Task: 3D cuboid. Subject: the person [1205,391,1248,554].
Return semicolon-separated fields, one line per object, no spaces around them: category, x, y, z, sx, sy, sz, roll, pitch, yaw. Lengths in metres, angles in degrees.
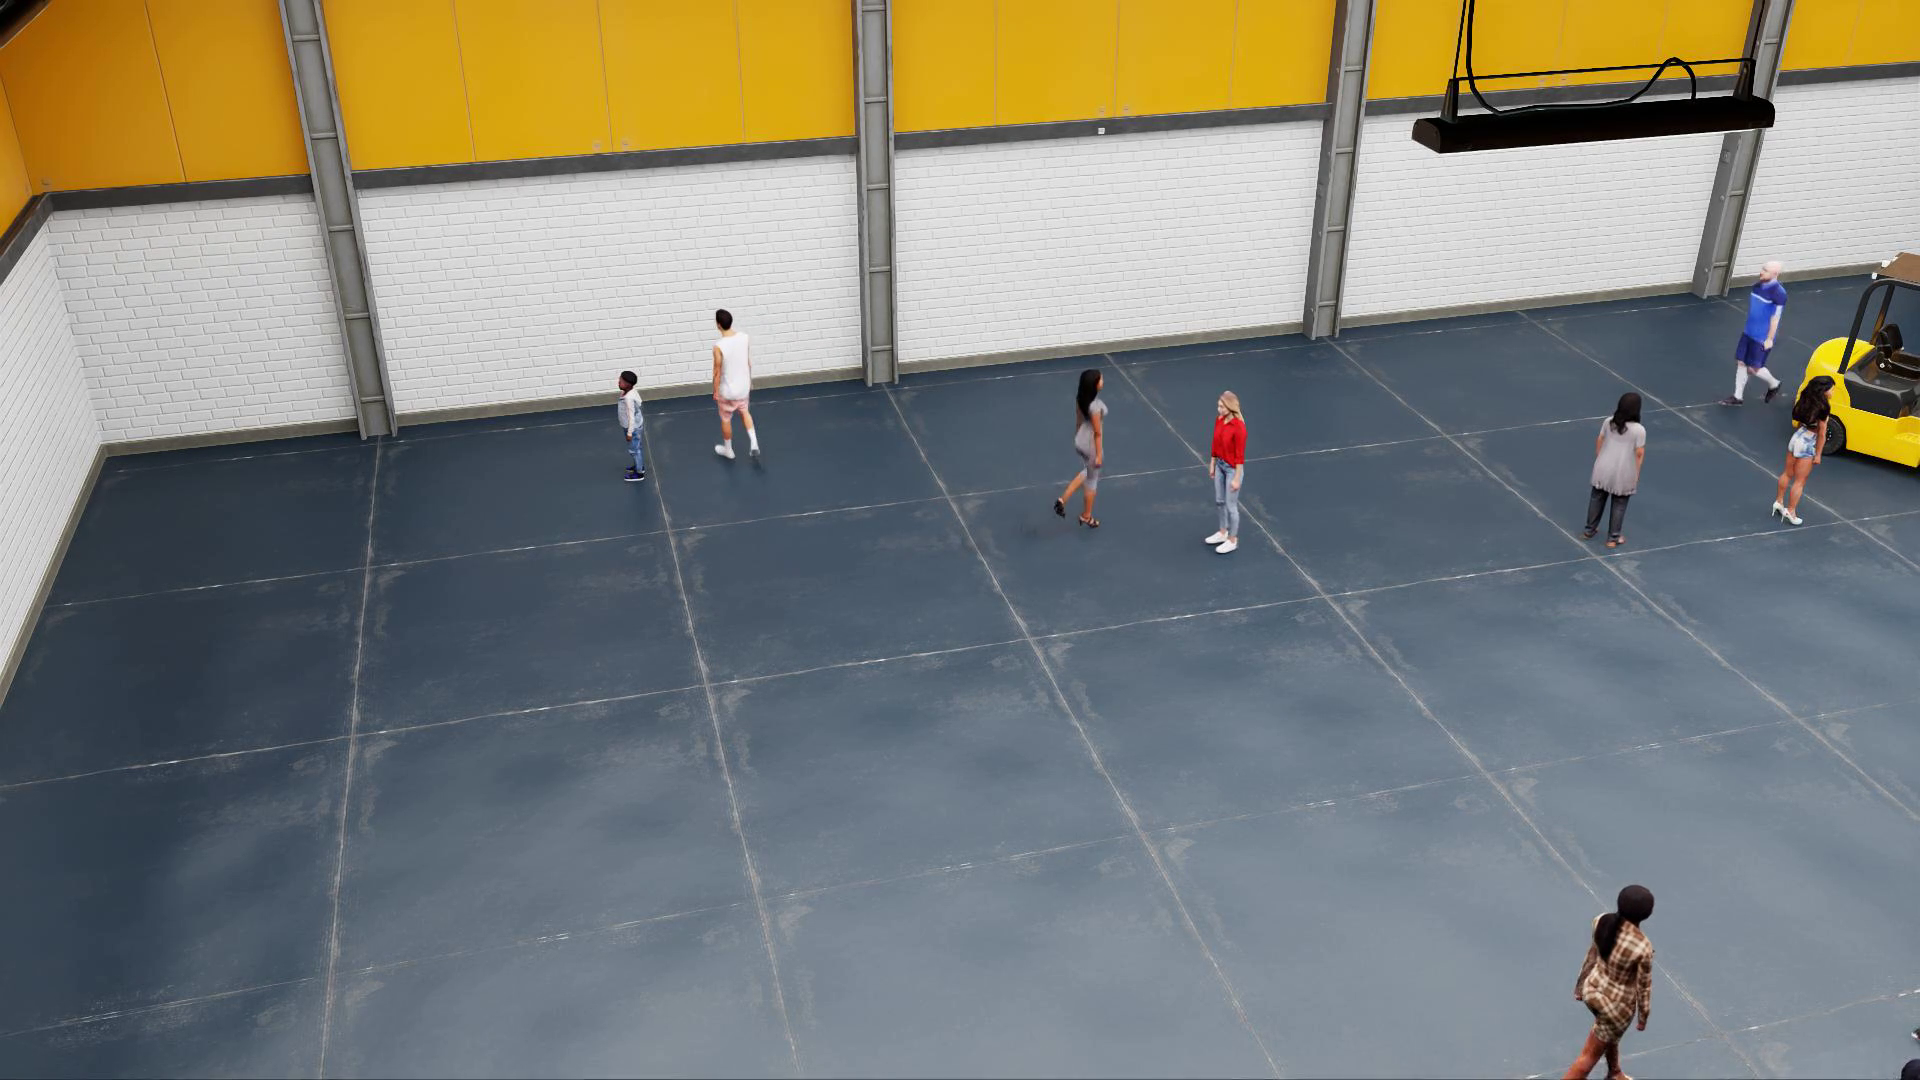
person;2.689;-0.696;16.639;0.621;1.700;0.676;-16;32;-27

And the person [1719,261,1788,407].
person;9.517;-2.416;19.660;0.910;1.827;0.691;-6;29;-10

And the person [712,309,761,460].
person;-2.465;-1.686;18.376;0.933;1.775;0.932;-22;35;-34

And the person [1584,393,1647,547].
person;6.624;-0.727;16.792;0.759;1.608;0.805;25;38;38

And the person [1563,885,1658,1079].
person;3.860;2.860;10.068;1.123;1.751;0.725;-12;31;-21

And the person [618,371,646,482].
person;-3.574;-1.266;18.143;0.542;1.261;0.521;-1;29;-2

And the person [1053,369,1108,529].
person;1.228;-0.899;16.935;0.764;1.773;0.619;-11;30;-19

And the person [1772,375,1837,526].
person;8.715;-0.941;17.173;0.628;1.619;0.602;-3;29;-5
